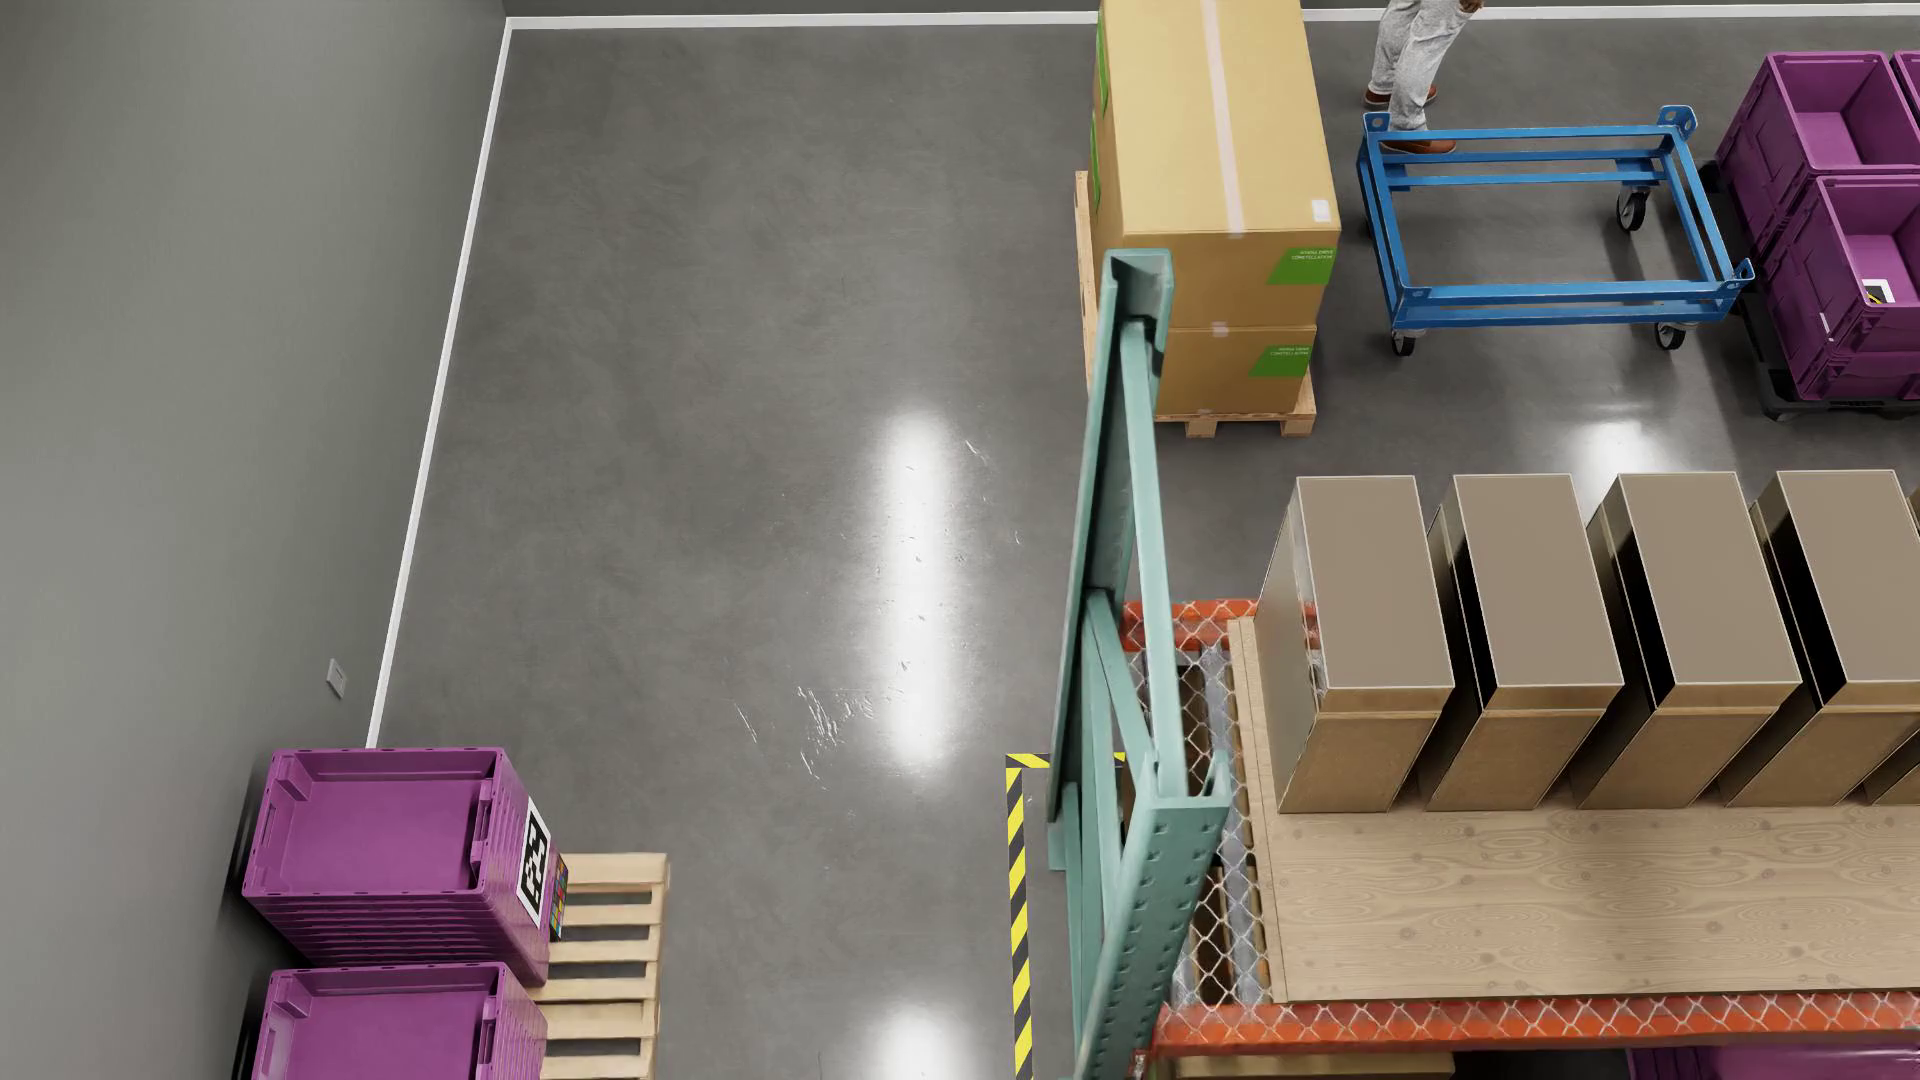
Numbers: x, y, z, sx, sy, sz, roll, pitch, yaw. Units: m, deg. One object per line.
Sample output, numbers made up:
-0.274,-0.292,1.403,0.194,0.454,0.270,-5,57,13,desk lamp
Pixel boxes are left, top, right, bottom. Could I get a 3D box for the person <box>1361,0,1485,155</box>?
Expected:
1.827,-2.234,6.074,0.359,1.934,0.635,-3,58,-2,person
